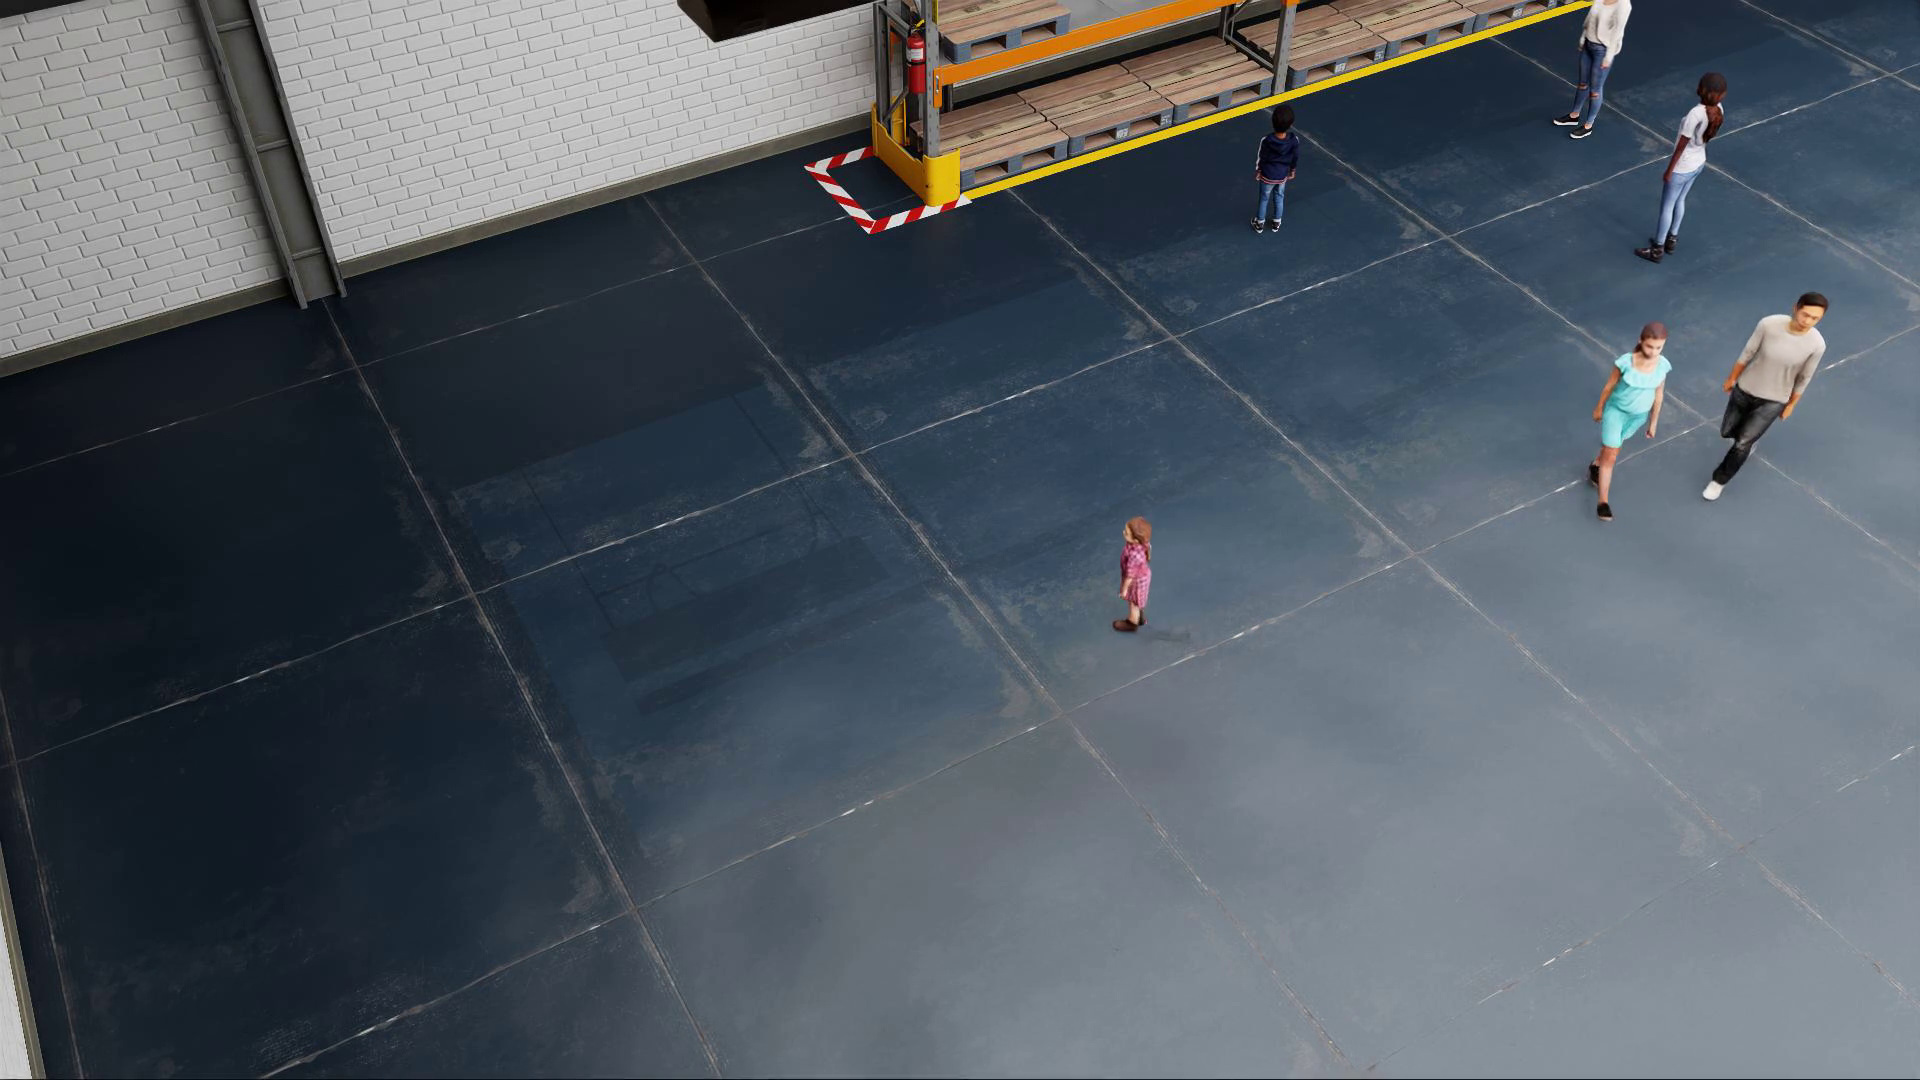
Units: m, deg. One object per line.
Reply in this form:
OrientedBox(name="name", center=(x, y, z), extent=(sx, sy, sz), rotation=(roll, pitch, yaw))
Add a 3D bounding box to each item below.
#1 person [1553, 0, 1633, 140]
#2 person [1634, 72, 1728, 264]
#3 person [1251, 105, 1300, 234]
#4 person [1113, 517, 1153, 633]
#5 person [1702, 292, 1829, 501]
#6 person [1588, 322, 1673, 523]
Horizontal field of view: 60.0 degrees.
OrientedBox(name="person", center=(6.033, -4.623, 15.695), extent=(0.630, 1.691, 0.668), rotation=(-11, 45, -11))
OrientedBox(name="person", center=(6.169, -3.174, 14.151), extent=(0.523, 1.722, 0.670), rotation=(-31, 52, -28))
OrientedBox(name="person", center=(2.765, -3.255, 14.604), extent=(0.553, 1.216, 0.655), rotation=(-2, 44, -2))
OrientedBox(name="person", center=(1.205, 0.252, 11.065), extent=(0.572, 1.019, 0.507), rotation=(13, 45, 14))
OrientedBox(name="person", center=(5.780, -1.102, 11.927), extent=(0.878, 1.790, 1.025), rotation=(31, 52, 28))
OrientedBox(name="person", center=(4.779, -0.960, 11.967), extent=(0.991, 1.529, 0.957), rotation=(3, 44, 3))
